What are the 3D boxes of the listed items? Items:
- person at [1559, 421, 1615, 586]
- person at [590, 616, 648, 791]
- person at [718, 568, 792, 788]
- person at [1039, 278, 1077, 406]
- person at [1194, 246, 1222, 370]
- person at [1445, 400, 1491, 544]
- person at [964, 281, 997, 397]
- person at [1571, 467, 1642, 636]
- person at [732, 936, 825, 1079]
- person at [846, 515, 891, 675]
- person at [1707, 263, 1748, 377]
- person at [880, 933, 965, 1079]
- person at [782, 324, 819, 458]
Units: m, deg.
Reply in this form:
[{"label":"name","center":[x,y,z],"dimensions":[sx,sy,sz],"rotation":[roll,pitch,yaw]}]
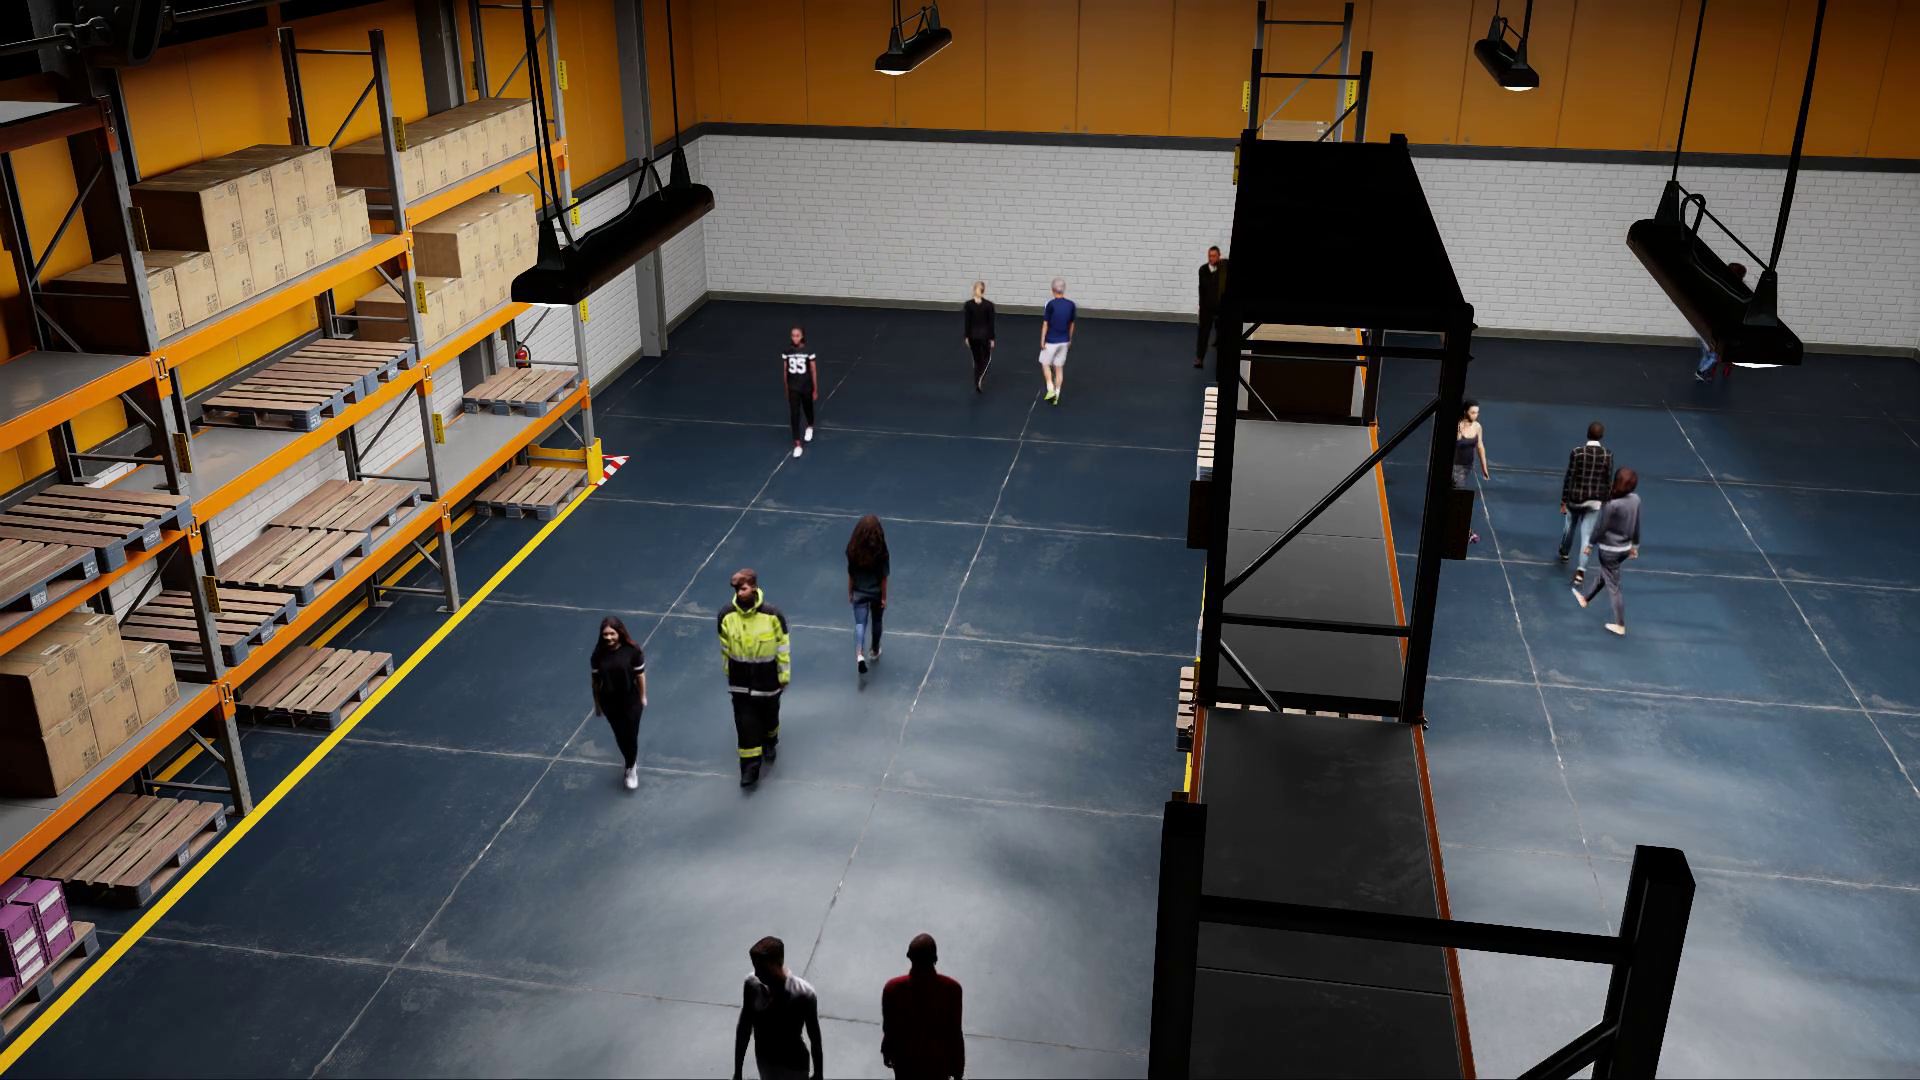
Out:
[{"label":"person","center":[6.856,-0.373,18.215],"dimensions":[0.709,1.769,1.206],"rotation":[5,24,11]},{"label":"person","center":[-2.939,1.349,14.460],"dimensions":[0.691,1.621,0.747],"rotation":[-2,24,-4]},{"label":"person","center":[-1.768,1.110,14.623],"dimensions":[0.946,1.929,1.222],"rotation":[-1,24,-3]},{"label":"person","center":[1.418,-2.788,23.700],"dimensions":[0.835,1.801,0.884],"rotation":[-9,25,-19]},{"label":"person","center":[3.914,-3.553,25.390],"dimensions":[0.889,1.849,1.372],"rotation":[9,25,20]},{"label":"person","center":[5.762,-0.846,19.409],"dimensions":[1.033,1.679,1.217],"rotation":[-12,26,-26]},{"label":"person","center":[0.268,-2.872,24.028],"dimensions":[0.658,1.693,0.719],"rotation":[6,24,14]},{"label":"person","center":[6.801,0.146,17.089],"dimensions":[1.047,1.721,1.165],"rotation":[-12,26,-26]},{"label":"person","center":[-1.027,3.135,10.119],"dimensions":[0.785,1.827,0.881],"rotation":[11,26,23]},{"label":"person","center":[-0.911,0.557,16.310],"dimensions":[0.628,1.592,1.002],"rotation":[2,24,5]},{"label":"person","center":[11.558,-3.322,25.038],"dimensions":[0.605,1.708,0.537],"rotation":[6,24,14]},{"label":"person","center":[-0.234,3.196,10.026],"dimensions":[0.766,1.789,1.204],"rotation":[2,24,4]},{"label":"person","center":[-2.092,-2.014,22.071],"dimensions":[0.683,1.688,1.156],"rotation":[2,24,4]}]
